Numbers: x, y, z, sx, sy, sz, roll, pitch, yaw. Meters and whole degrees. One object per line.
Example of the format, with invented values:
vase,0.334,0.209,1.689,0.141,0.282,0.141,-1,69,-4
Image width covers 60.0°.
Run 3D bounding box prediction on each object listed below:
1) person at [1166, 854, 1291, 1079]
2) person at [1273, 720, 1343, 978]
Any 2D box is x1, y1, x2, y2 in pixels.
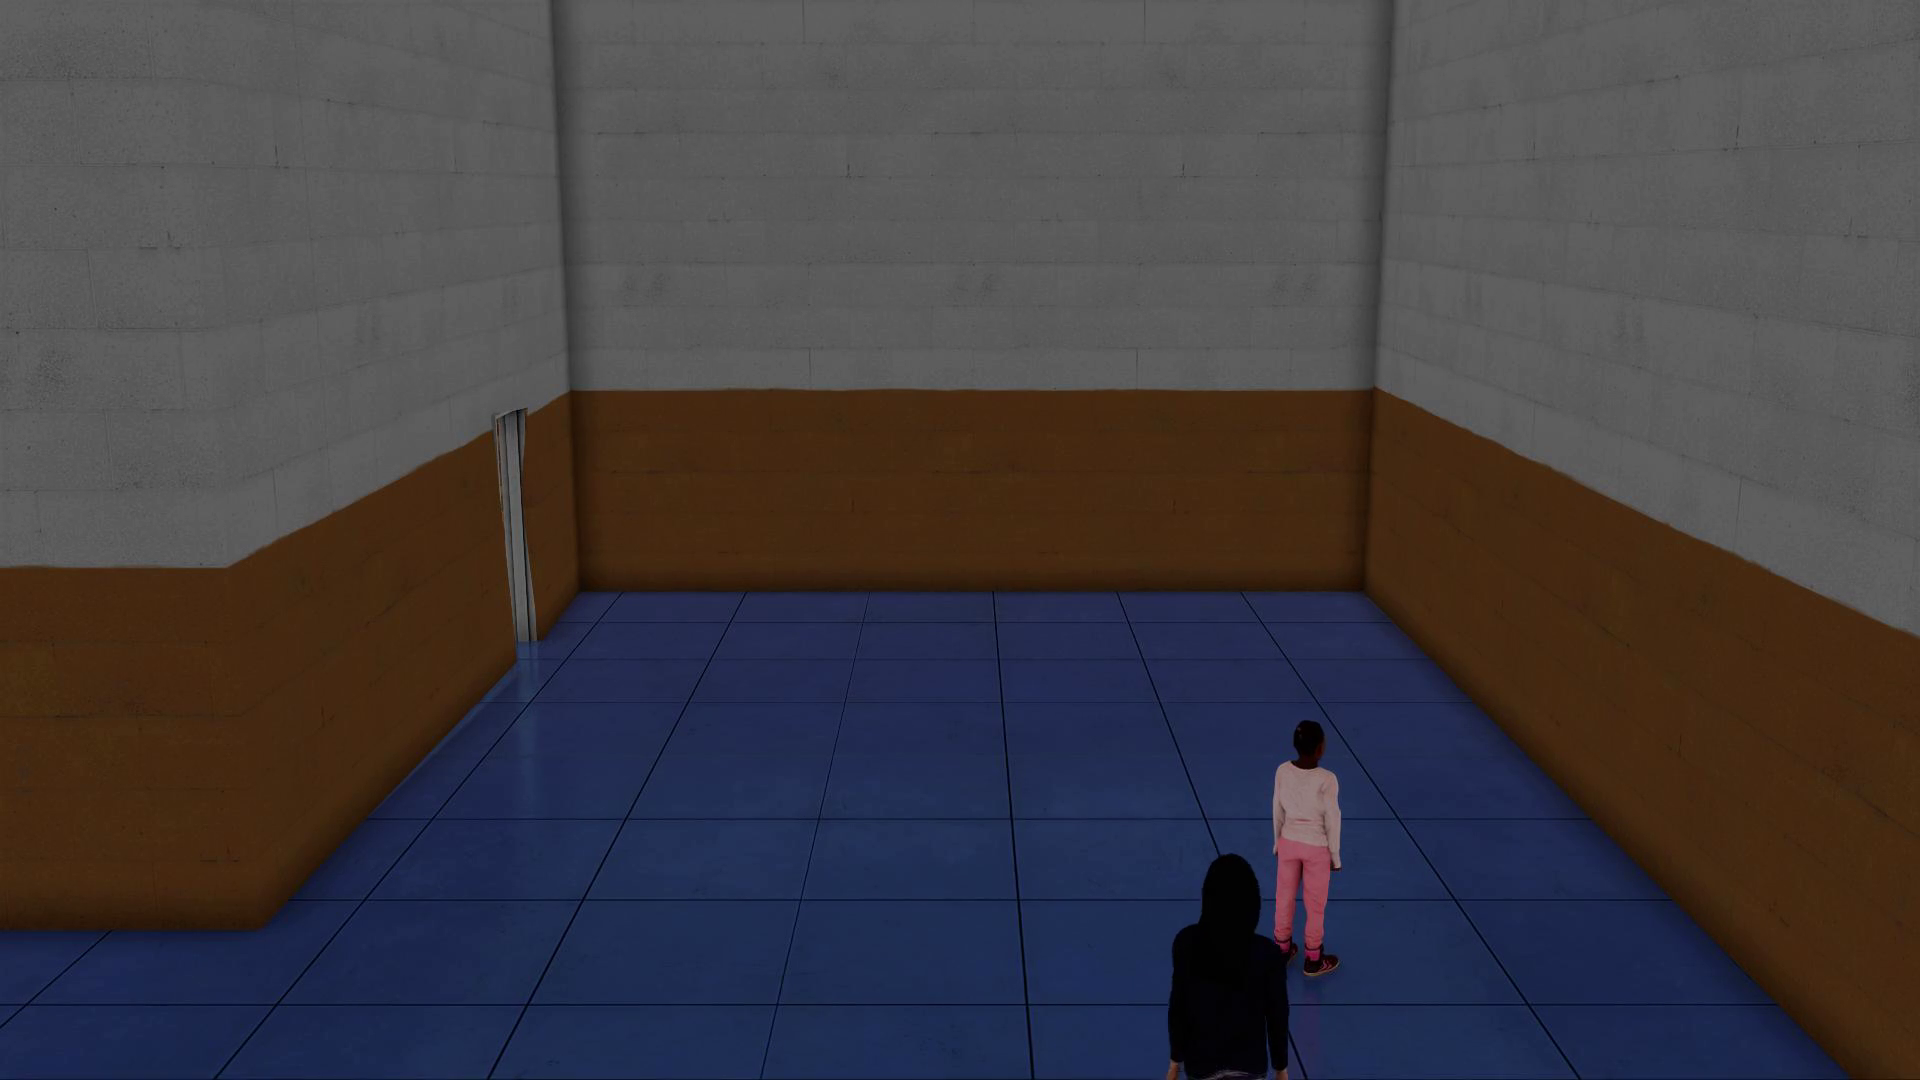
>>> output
person,1.020,2.103,6.510,1.131,1.687,1.011,6,13,26
person,1.900,1.669,9.153,0.602,1.448,0.684,9,15,37
